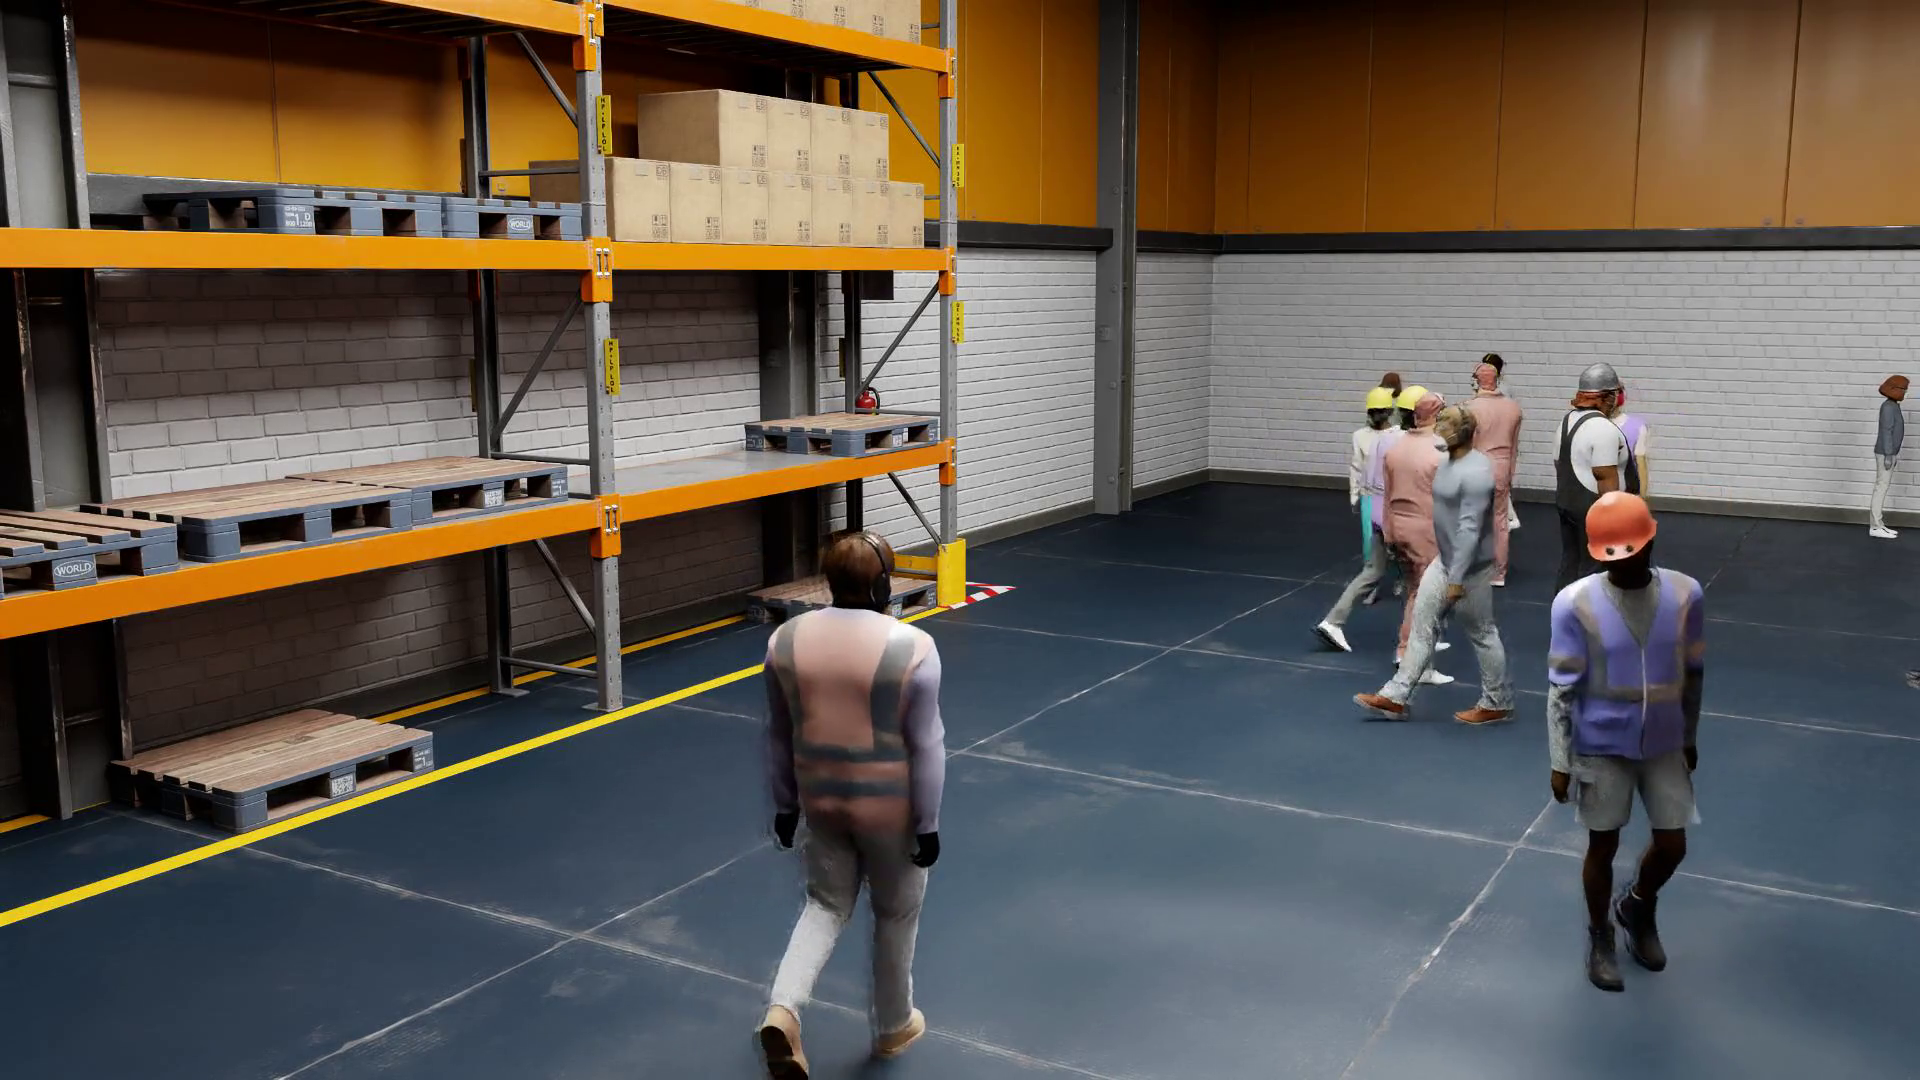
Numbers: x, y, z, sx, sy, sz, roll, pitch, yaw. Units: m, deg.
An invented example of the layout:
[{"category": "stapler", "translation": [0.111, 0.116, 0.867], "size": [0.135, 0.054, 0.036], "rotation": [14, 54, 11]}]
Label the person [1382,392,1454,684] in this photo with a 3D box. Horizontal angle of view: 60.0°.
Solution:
[{"category": "person", "translation": [3.028, 0.000, 10.704], "size": [0.443, 1.894, 0.693], "rotation": [-3, 10, -20]}]

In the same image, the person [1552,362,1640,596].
[{"category": "person", "translation": [4.425, -0.212, 11.542], "size": [0.538, 2.000, 0.685], "rotation": [-1, 9, -7]}]

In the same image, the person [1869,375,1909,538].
[{"category": "person", "translation": [9.361, -0.844, 16.761], "size": [0.289, 1.632, 0.497], "rotation": [6, 11, 32]}]

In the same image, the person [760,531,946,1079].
[{"category": "person", "translation": [-0.357, 0.880, 5.420], "size": [0.631, 1.822, 0.733], "rotation": [4, 10, 24]}]

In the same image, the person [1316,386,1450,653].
[{"category": "person", "translation": [2.955, -0.133, 11.586], "size": [0.921, 1.884, 0.591], "rotation": [-3, 9, -16]}]

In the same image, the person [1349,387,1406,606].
[{"category": "person", "translation": [3.376, -0.350, 13.262], "size": [0.559, 1.753, 0.481], "rotation": [6, 11, 32]}]

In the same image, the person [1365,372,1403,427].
[{"category": "person", "translation": [4.664, -1.045, 18.116], "size": [0.537, 1.600, 0.722], "rotation": [6, 11, 33]}]

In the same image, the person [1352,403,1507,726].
[{"category": "person", "translation": [2.777, 0.166, 9.627], "size": [0.975, 1.893, 0.655], "rotation": [-1, 9, -4]}]

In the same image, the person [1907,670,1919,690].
[{"category": "person", "translation": [6.295, 0.063, 10.533], "size": [0.420, 1.820, 0.619], "rotation": [5, 10, 28]}]

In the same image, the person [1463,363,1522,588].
[{"category": "person", "translation": [4.362, -0.521, 13.906], "size": [0.642, 1.905, 0.399], "rotation": [-5, 10, -28]}]

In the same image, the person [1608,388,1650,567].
[{"category": "person", "translation": [5.236, -0.377, 13.265], "size": [0.674, 1.815, 0.602], "rotation": [-7, 12, -38]}]

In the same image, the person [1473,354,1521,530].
[{"category": "person", "translation": [5.491, -1.014, 17.256], "size": [0.535, 1.826, 0.970], "rotation": [-6, 11, -32]}]

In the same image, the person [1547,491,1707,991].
[{"category": "person", "translation": [2.422, 0.741, 6.076], "size": [0.596, 1.888, 0.616], "rotation": [1, 9, 3]}]
